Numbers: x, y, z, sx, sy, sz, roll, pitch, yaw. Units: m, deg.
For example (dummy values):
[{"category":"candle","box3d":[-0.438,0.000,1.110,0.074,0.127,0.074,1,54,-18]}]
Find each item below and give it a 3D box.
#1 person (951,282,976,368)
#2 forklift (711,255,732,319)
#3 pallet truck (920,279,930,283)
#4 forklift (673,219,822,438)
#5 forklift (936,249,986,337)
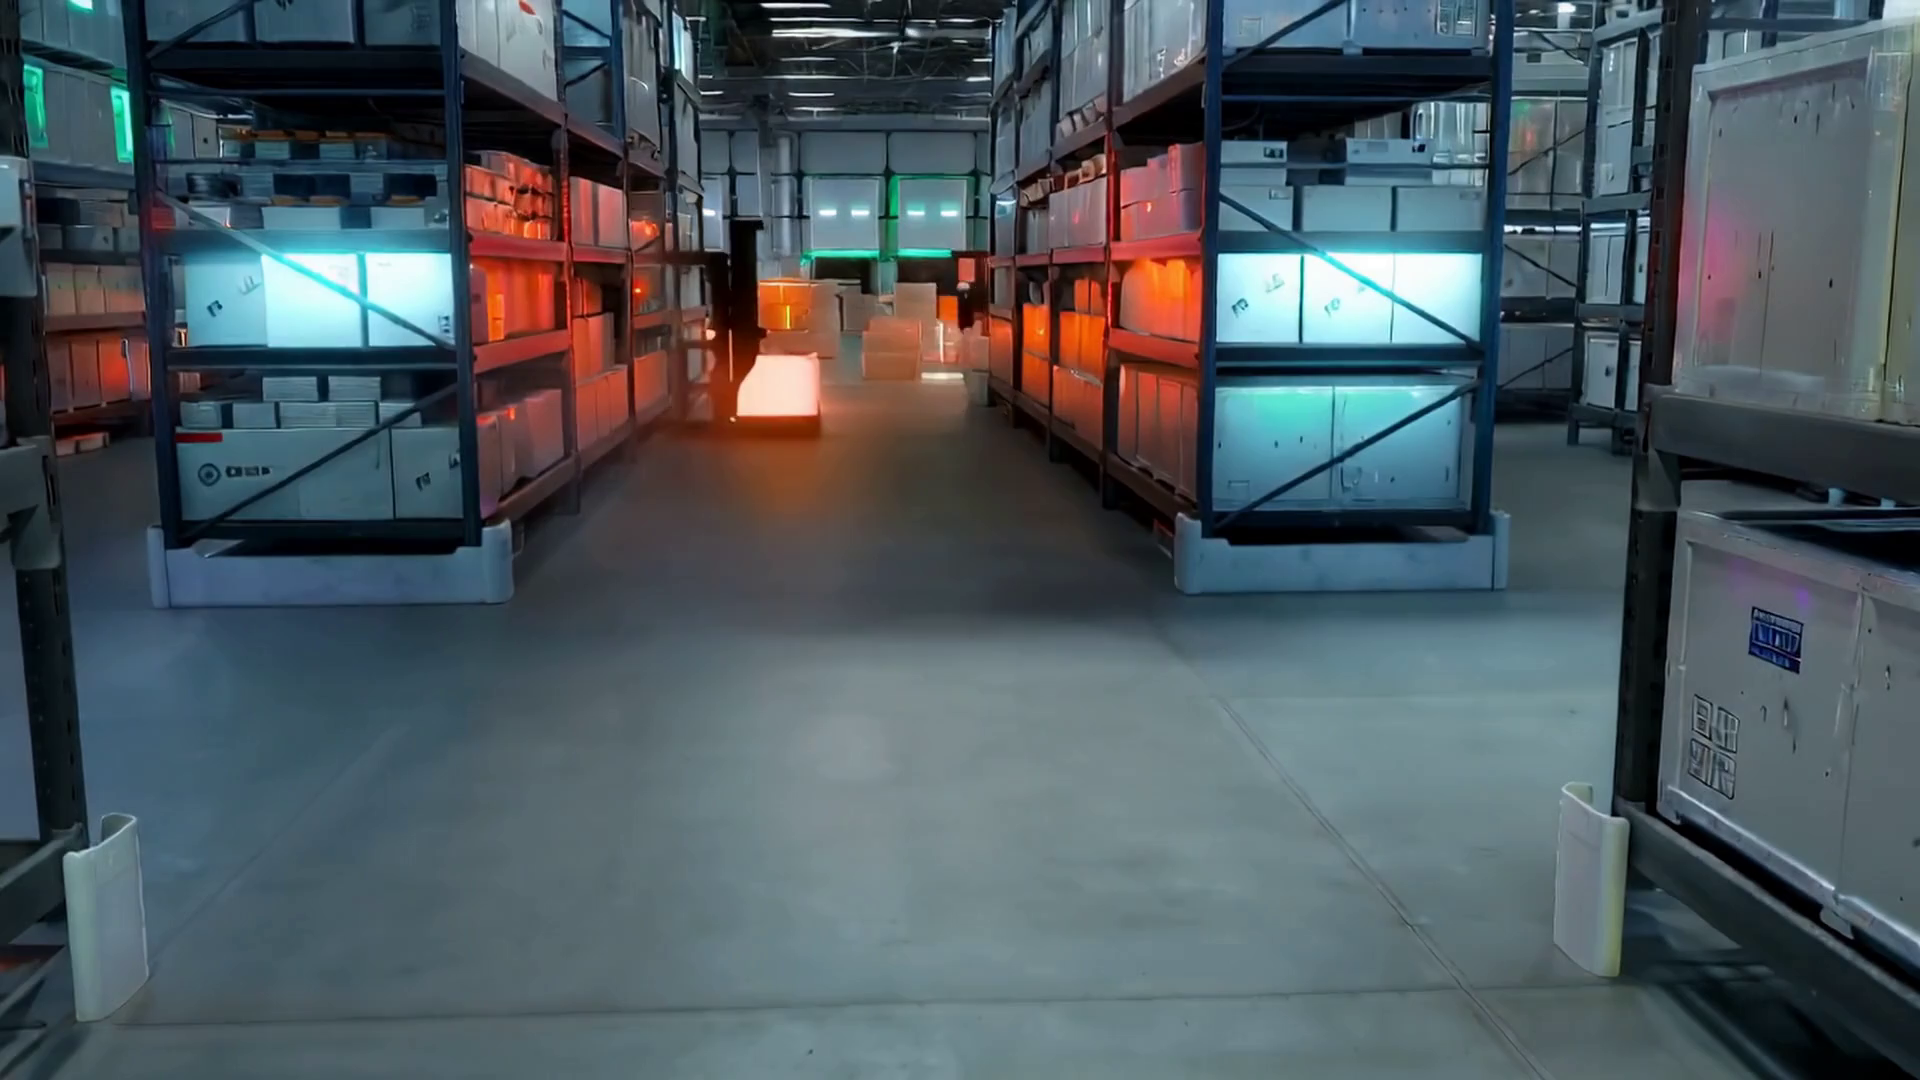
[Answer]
[{"category":"person","box3d":[0.171,-4.931,38.130,0.759,1.975,0.632,-3,10,-20]},{"category":"forklift","box3d":[-8.368,-8.713,59.038,1.129,2.768,1.873,-1,9,-4]},{"category":"pallet truck","box3d":[-0.932,-8.922,63.114,1.885,1.965,0.823,2,9,13]},{"category":"forklift","box3d":[-2.767,-2.761,21.667,1.873,2.768,1.129,-1,9,-4]},{"category":"forklift","box3d":[0.202,-6.630,45.958,1.129,2.768,1.873,5,10,29]}]
